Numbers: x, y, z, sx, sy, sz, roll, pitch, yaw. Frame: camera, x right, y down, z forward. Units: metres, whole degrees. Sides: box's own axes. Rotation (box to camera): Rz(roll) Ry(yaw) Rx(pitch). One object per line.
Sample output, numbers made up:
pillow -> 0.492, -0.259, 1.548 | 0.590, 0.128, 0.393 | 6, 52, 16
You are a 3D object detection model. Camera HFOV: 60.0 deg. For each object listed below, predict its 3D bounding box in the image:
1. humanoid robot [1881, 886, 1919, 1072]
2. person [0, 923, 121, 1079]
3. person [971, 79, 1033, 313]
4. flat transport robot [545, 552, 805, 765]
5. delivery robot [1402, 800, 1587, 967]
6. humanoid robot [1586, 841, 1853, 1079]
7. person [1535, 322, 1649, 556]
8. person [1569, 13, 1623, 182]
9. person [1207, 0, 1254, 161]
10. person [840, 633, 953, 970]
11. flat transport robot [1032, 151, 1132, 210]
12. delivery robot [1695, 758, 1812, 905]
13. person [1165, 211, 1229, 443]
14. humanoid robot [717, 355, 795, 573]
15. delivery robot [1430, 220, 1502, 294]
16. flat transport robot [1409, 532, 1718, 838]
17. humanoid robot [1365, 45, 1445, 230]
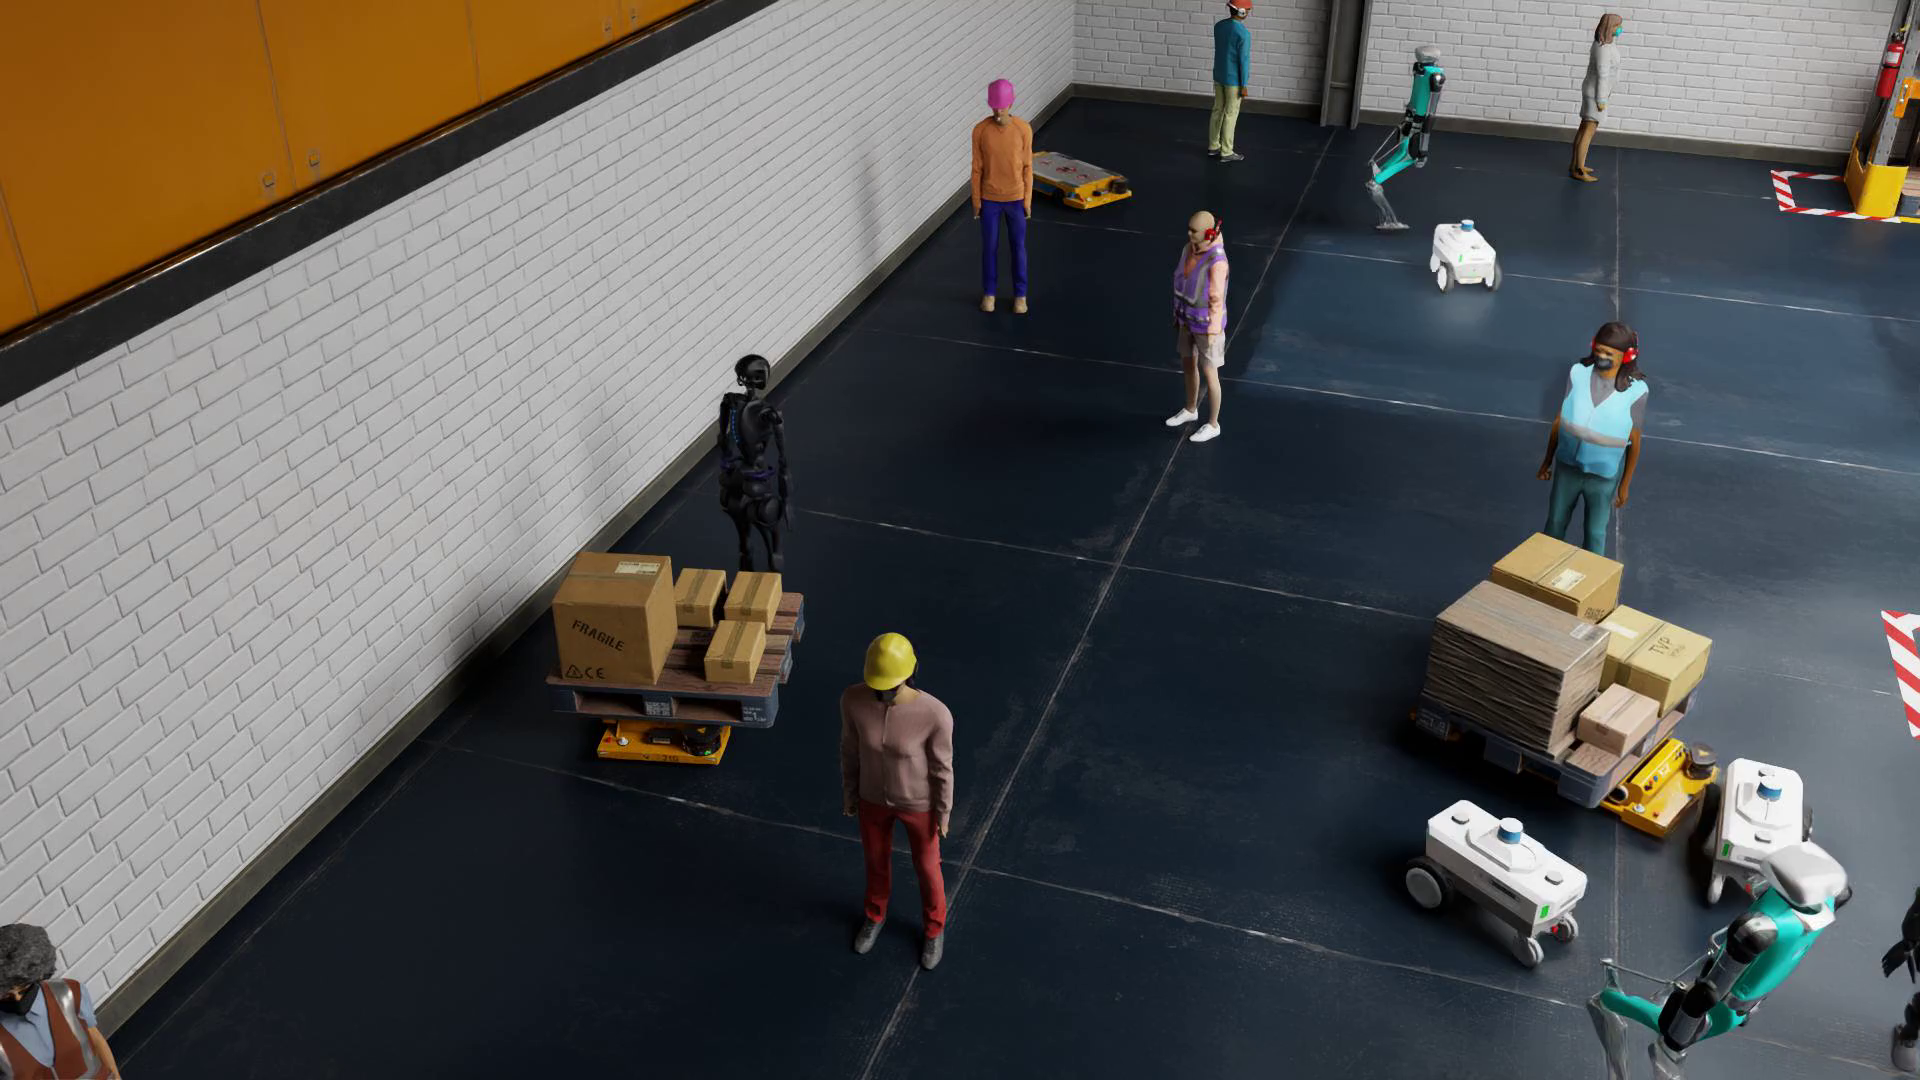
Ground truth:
humanoid robot -> 3.988, 1.636, 6.494 | 0.608, 1.616, 0.785 | 14, 33, 22
person -> -3.127, 2.011, 5.799 | 0.300, 1.688, 0.450 | 24, 38, 35
person -> 0.343, -2.843, 13.790 | 0.514, 1.973, 0.404 | 1, 30, 2
flat transport robot -> -1.527, 0.750, 9.350 | 0.659, 0.231, 1.431 | 3, 31, 5
delivery robot -> 2.492, 1.541, 7.723 | 0.499, 0.597, 0.779 | -21, 36, -32
humanoid robot -> 2.725, 1.702, 6.300 | 0.543, 1.767, 0.856 | -17, 34, -26
person -> 3.680, -0.411, 9.748 | 0.538, 1.865, 0.374 | 24, 38, 34
person -> 6.489, -4.502, 16.910 | 0.337, 1.659, 0.483 | 6, 31, 10
person -> 2.862, -4.867, 17.453 | 0.348, 1.744, 0.555 | -16, 34, -25
person -> -0.277, 1.137, 7.225 | 0.520, 1.759, 0.347 | 10, 32, 16
flat transport robot -> 1.007, -3.667, 16.863 | 0.659, 0.231, 1.431 | -23, 37, -34
delivery robot -> 3.831, 1.390, 7.997 | 0.499, 0.614, 0.804 | 13, 33, 21
person -> 1.700, -1.526, 11.825 | 0.353, 1.685, 0.485 | -16, 34, -25
humanoid robot -> -1.243, -0.273, 9.708 | 0.601, 1.646, 0.471 | 22, 37, 32
delivery robot -> 4.421, -2.495, 14.603 | 0.499, 0.610, 0.814 | -2, 31, -3
flat transport robot -> 3.193, 1.048, 8.843 | 1.431, 0.231, 0.659 | 26, 39, 37
humanoid robot -> 4.020, -3.667, 15.373 | 0.695, 1.751, 0.538 | -3, 31, -6
